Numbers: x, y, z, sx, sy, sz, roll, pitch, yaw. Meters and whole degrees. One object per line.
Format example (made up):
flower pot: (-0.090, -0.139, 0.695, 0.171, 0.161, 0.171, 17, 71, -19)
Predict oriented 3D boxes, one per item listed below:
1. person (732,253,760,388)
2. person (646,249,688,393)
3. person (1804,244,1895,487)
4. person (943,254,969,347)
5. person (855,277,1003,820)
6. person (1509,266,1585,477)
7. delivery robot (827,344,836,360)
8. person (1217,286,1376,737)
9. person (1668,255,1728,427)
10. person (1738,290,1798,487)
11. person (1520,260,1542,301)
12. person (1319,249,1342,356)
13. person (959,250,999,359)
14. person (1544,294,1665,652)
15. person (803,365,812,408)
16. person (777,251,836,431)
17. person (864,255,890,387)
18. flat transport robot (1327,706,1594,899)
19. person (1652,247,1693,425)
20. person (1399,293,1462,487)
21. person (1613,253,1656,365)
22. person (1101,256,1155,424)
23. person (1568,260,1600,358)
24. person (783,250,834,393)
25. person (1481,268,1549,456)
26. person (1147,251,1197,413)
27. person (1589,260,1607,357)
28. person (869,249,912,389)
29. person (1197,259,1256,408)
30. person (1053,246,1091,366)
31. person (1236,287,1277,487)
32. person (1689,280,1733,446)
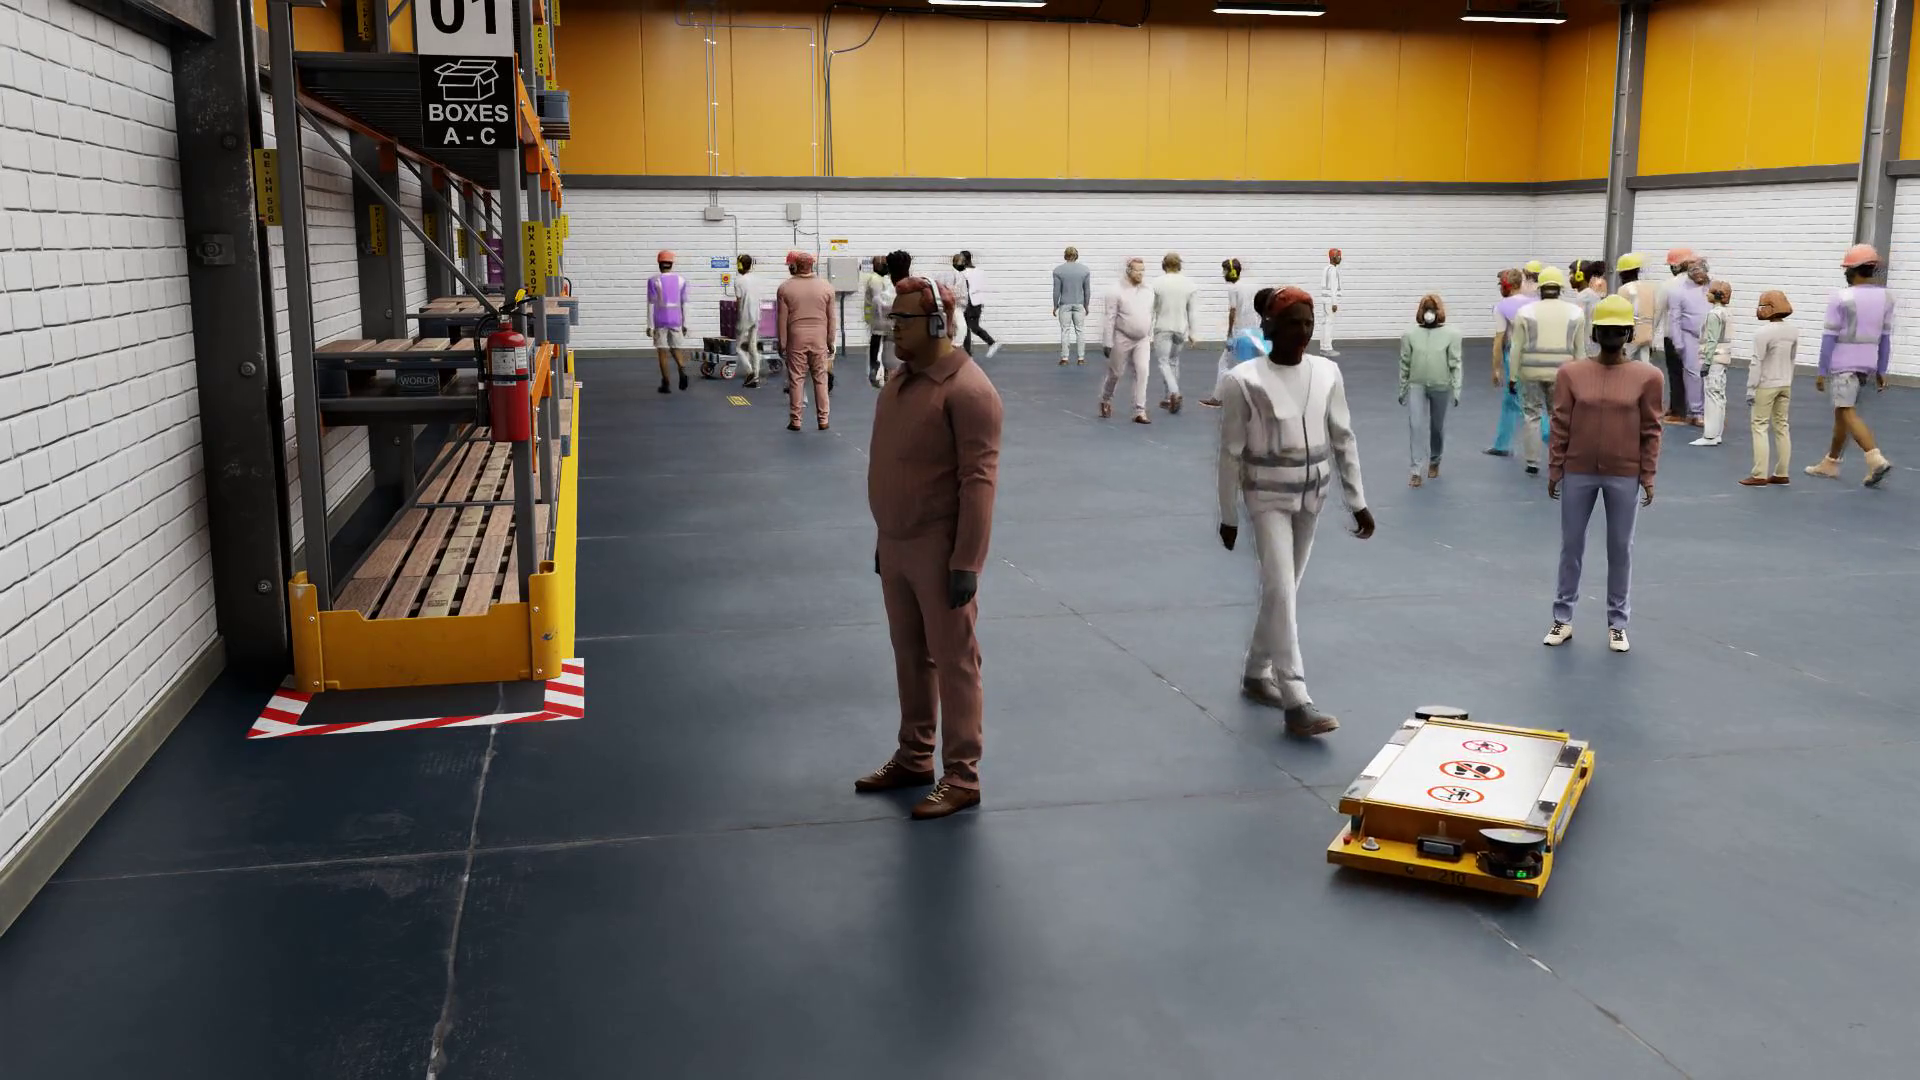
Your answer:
person: (-2.927, -3.004, 22.877, 0.406, 1.858, 0.505, 9, 13, 40)
person: (-3.881, -2.897, 22.106, 0.550, 1.917, 0.522, -7, 12, -34)
person: (7.503, -1.458, 13.885, 0.616, 2.015, 0.950, -3, 11, -14)
person: (-0.002, -3.802, 27.419, 0.593, 1.807, 0.658, 3, 11, 17)
person: (-0.130, 0.025, 5.940, 0.407, 1.908, 0.641, -7, 12, -33)
person: (5.011, -1.429, 14.239, 0.614, 1.817, 0.432, 1, 10, 7)
delivery robot: (-2.293, -2.938, 25.841, 0.707, 0.478, 0.477, -5, 11, -26)
person: (1.418, -0.133, 7.011, 0.584, 1.843, 0.852, -5, 11, -26)
person: (8.103, -2.172, 18.232, 0.681, 1.873, 0.452, -1, 10, -3)
person: (6.702, -1.244, 13.762, 0.506, 1.628, 0.277, -5, 11, -25)
person: (7.526, -2.804, 22.003, 0.327, 1.767, 0.533, -4, 11, -21)
person: (6.576, -4.211, 29.478, 0.337, 1.880, 0.584, 0, 10, 0)
person: (0.244, -3.980, 28.243, 0.742, 1.876, 0.635, 6, 12, 29)
person: (3.195, -0.328, 8.277, 0.526, 1.772, 0.308, 5, 11, 25)
person: (-1.934, -2.416, 20.261, 0.521, 1.628, 0.380, -8, 13, -38)
person: (-1.648, -2.125, 17.840, 0.641, 1.913, 0.408, -2, 11, -13)
person: (-1.095, -3.032, 23.092, 0.479, 1.828, 0.658, 0, 10, -2)
flat transport robot: (1.785, 0.869, 5.795, 0.652, 0.197, 1.431, 5, 11, 26)
person: (7.938, -2.274, 18.545, 0.607, 1.957, 0.734, -4, 11, -22)
person: (3.963, -1.277, 14.014, 0.505, 1.599, 0.811, 4, 11, 20)
person: (7.317, -2.163, 18.139, 0.661, 1.888, 0.637, -6, 12, -30)
person: (1.876, -2.263, 18.742, 0.646, 1.871, 0.920, -4, 11, -21)
person: (6.028, -1.791, 16.174, 0.400, 1.845, 0.539, 7, 13, 35)
person: (-2.026, -2.845, 21.855, 0.828, 1.907, 0.556, 10, 14, 43)
person: (5.252, -1.618, 15.414, 0.585, 1.791, 0.873, -7, 12, -34)
person: (2.530, -2.464, 19.745, 0.626, 1.911, 0.868, -3, 11, -17)
person: (10.593, -3.814, 27.788, 0.321, 1.696, 0.536, -3, 11, -16)
person: (-0.507, -1.561, 14.598, 0.629, 1.947, 0.522, -5, 11, -25)
person: (3.332, -2.477, 20.102, 0.831, 1.806, 0.539, 9, 14, 41)
person: (1.810, -3.800, 27.061, 0.627, 1.935, 0.372, -1, 10, -6)
person: (2.289, -1.092, 12.731, 0.533, 1.683, 0.568, -6, 12, -31)
person: (7.478, -1.748, 16.489, 0.308, 1.645, 0.517, 8, 13, 36)
